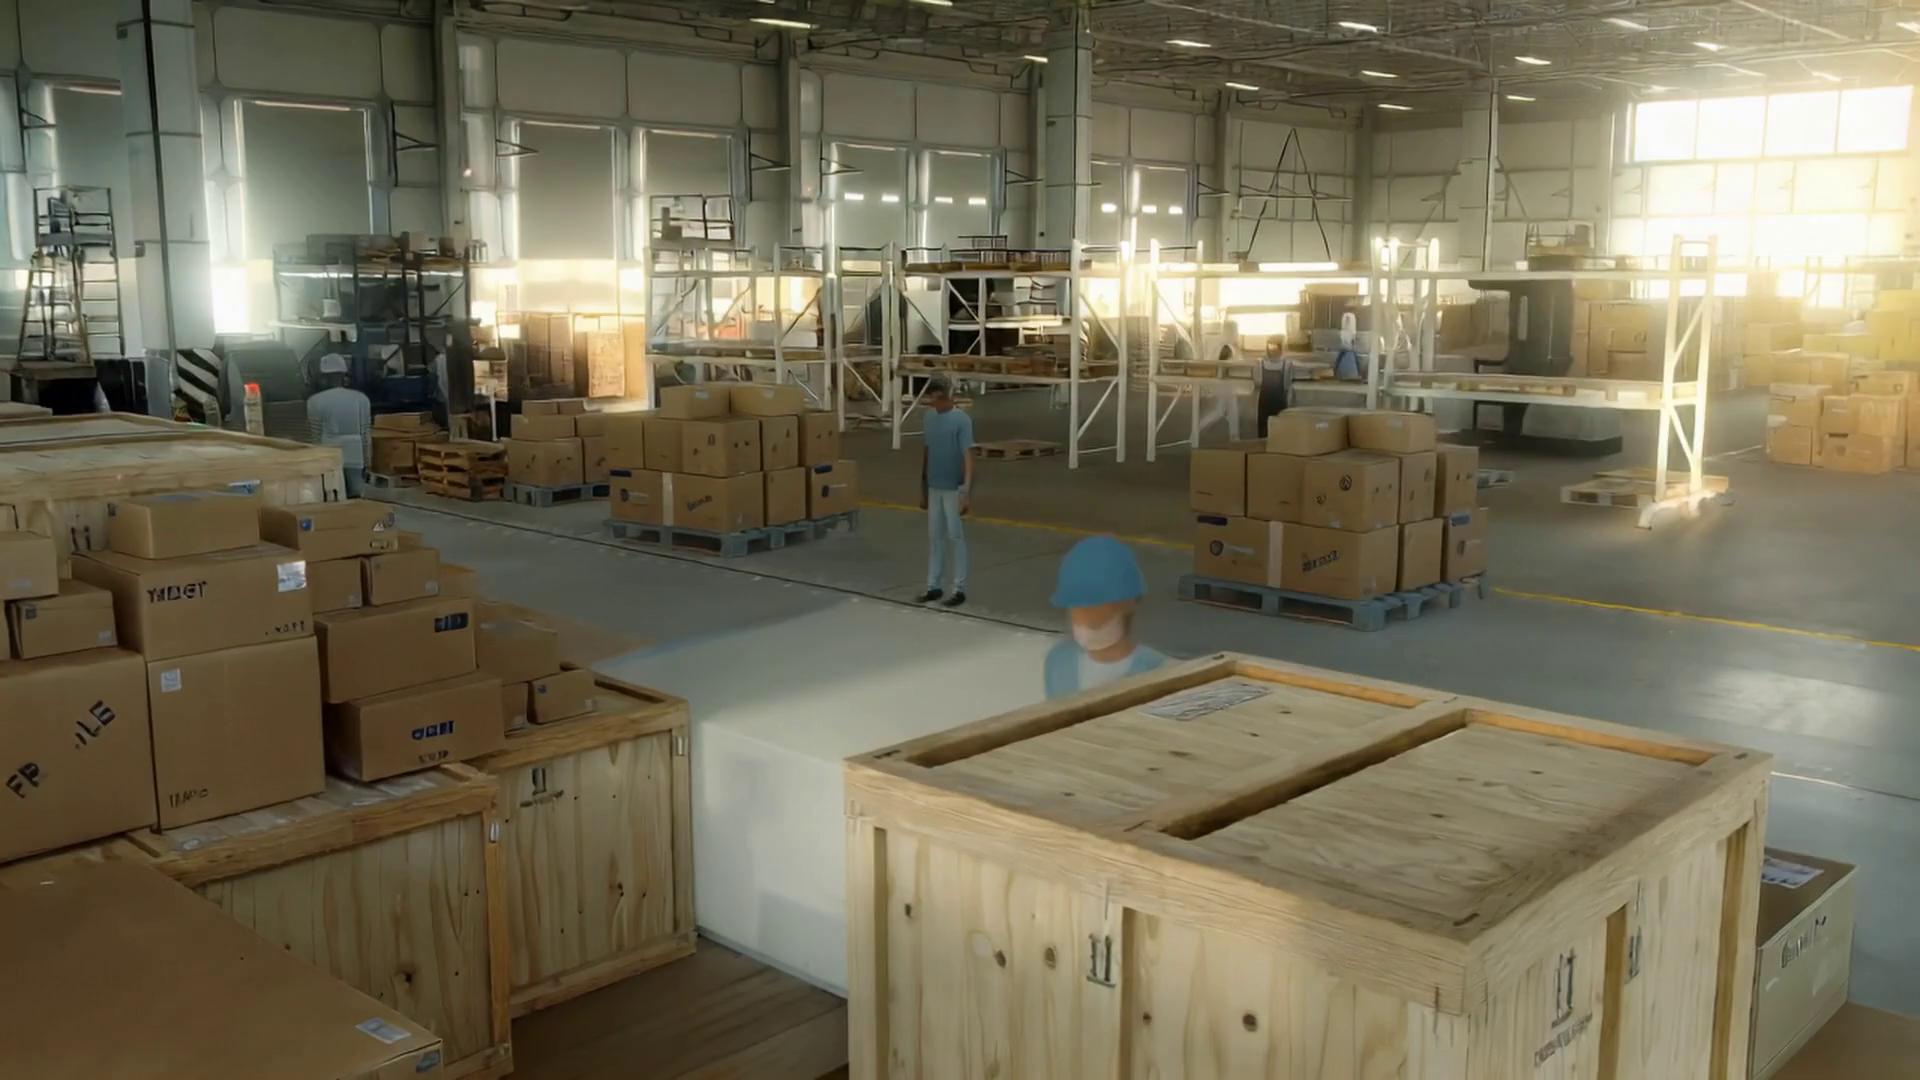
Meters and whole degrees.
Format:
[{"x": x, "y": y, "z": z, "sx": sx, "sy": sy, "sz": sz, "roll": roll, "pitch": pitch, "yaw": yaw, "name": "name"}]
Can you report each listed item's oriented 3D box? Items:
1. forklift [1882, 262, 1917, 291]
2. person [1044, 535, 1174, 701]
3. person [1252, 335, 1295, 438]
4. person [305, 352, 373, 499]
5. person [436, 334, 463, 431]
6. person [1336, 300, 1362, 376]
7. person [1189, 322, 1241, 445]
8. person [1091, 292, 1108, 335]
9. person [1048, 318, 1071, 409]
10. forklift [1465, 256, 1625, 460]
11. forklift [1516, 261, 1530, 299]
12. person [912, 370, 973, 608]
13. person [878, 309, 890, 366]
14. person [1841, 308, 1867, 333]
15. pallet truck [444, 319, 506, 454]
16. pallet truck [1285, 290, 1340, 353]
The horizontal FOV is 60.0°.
[{"x": 23.439, "y": -5.562, "z": 41.646, "sx": 1.129, "sy": 2.768, "sz": 1.873, "roll": -6, "pitch": 11, "yaw": -31, "name": "forklift"}, {"x": 0.386, "y": 0.930, "z": 4.867, "sx": 0.572, "sy": 1.884, "sz": 0.971, "roll": 9, "pitch": 13, "yaw": 44, "name": "person"}, {"x": 3.894, "y": -1.627, "z": 20.687, "sx": 0.517, "sy": 1.843, "sz": 0.325, "roll": 2, "pitch": 10, "yaw": 14, "name": "person"}, {"x": -5.459, "y": -0.683, "z": 14.642, "sx": 0.370, "sy": 1.928, "sz": 0.585, "roll": 9, "pitch": 13, "yaw": 44, "name": "person"}, {"x": -7.611, "y": -2.268, "z": 25.102, "sx": 0.544, "sy": 1.679, "sz": 0.531, "roll": 4, "pitch": 10, "yaw": 21, "name": "person"}, {"x": 9.731, "y": -5.016, "z": 41.348, "sx": 1.010, "sy": 1.879, "sz": 0.569, "roll": -2, "pitch": 10, "yaw": -15, "name": "person"}, {"x": 3.887, "y": -2.311, "z": 24.779, "sx": 0.875, "sy": 1.892, "sz": 0.602, "roll": 2, "pitch": 10, "yaw": 14, "name": "person"}, {"x": 4.324, "y": -6.699, "z": 51.538, "sx": 0.544, "sy": 1.930, "sz": 0.388, "roll": 1, "pitch": 9, "yaw": 3, "name": "person"}, {"x": 1.914, "y": -3.342, "z": 31.538, "sx": 0.485, "sy": 1.739, "sz": 0.320, "roll": -2, "pitch": 9, "yaw": -12, "name": "person"}, {"x": 8.336, "y": -2.601, "z": 23.489, "sx": 1.873, "sy": 2.768, "sz": 1.129, "roll": 9, "pitch": 13, "yaw": 43, "name": "forklift"}, {"x": 12.922, "y": -4.937, "z": 37.814, "sx": 1.873, "sy": 2.768, "sz": 1.129, "roll": 9, "pitch": 13, "yaw": 43, "name": "forklift"}, {"x": -0.129, "y": -0.404, "z": 13.108, "sx": 0.521, "sy": 1.874, "sz": 0.327, "roll": 7, "pitch": 12, "yaw": 38, "name": "person"}, {"x": -2.013, "y": -5.351, "z": 44.181, "sx": 0.313, "sy": 1.634, "sz": 0.515, "roll": 1, "pitch": 9, "yaw": 5, "name": "person"}, {"x": 17.498, "y": -3.556, "z": 32.365, "sx": 0.943, "sy": 1.898, "sz": 0.639, "roll": -7, "pitch": 12, "yaw": -37, "name": "person"}, {"x": -6.981, "y": -1.942, "z": 22.150, "sx": 1.885, "sy": 1.965, "sz": 0.823, "roll": 1, "pitch": 9, "yaw": 9, "name": "pallet truck"}, {"x": 11.297, "y": -6.951, "z": 52.861, "sx": 1.885, "sy": 1.965, "sz": 0.823, "roll": -5, "pitch": 11, "yaw": -29, "name": "pallet truck"}]
